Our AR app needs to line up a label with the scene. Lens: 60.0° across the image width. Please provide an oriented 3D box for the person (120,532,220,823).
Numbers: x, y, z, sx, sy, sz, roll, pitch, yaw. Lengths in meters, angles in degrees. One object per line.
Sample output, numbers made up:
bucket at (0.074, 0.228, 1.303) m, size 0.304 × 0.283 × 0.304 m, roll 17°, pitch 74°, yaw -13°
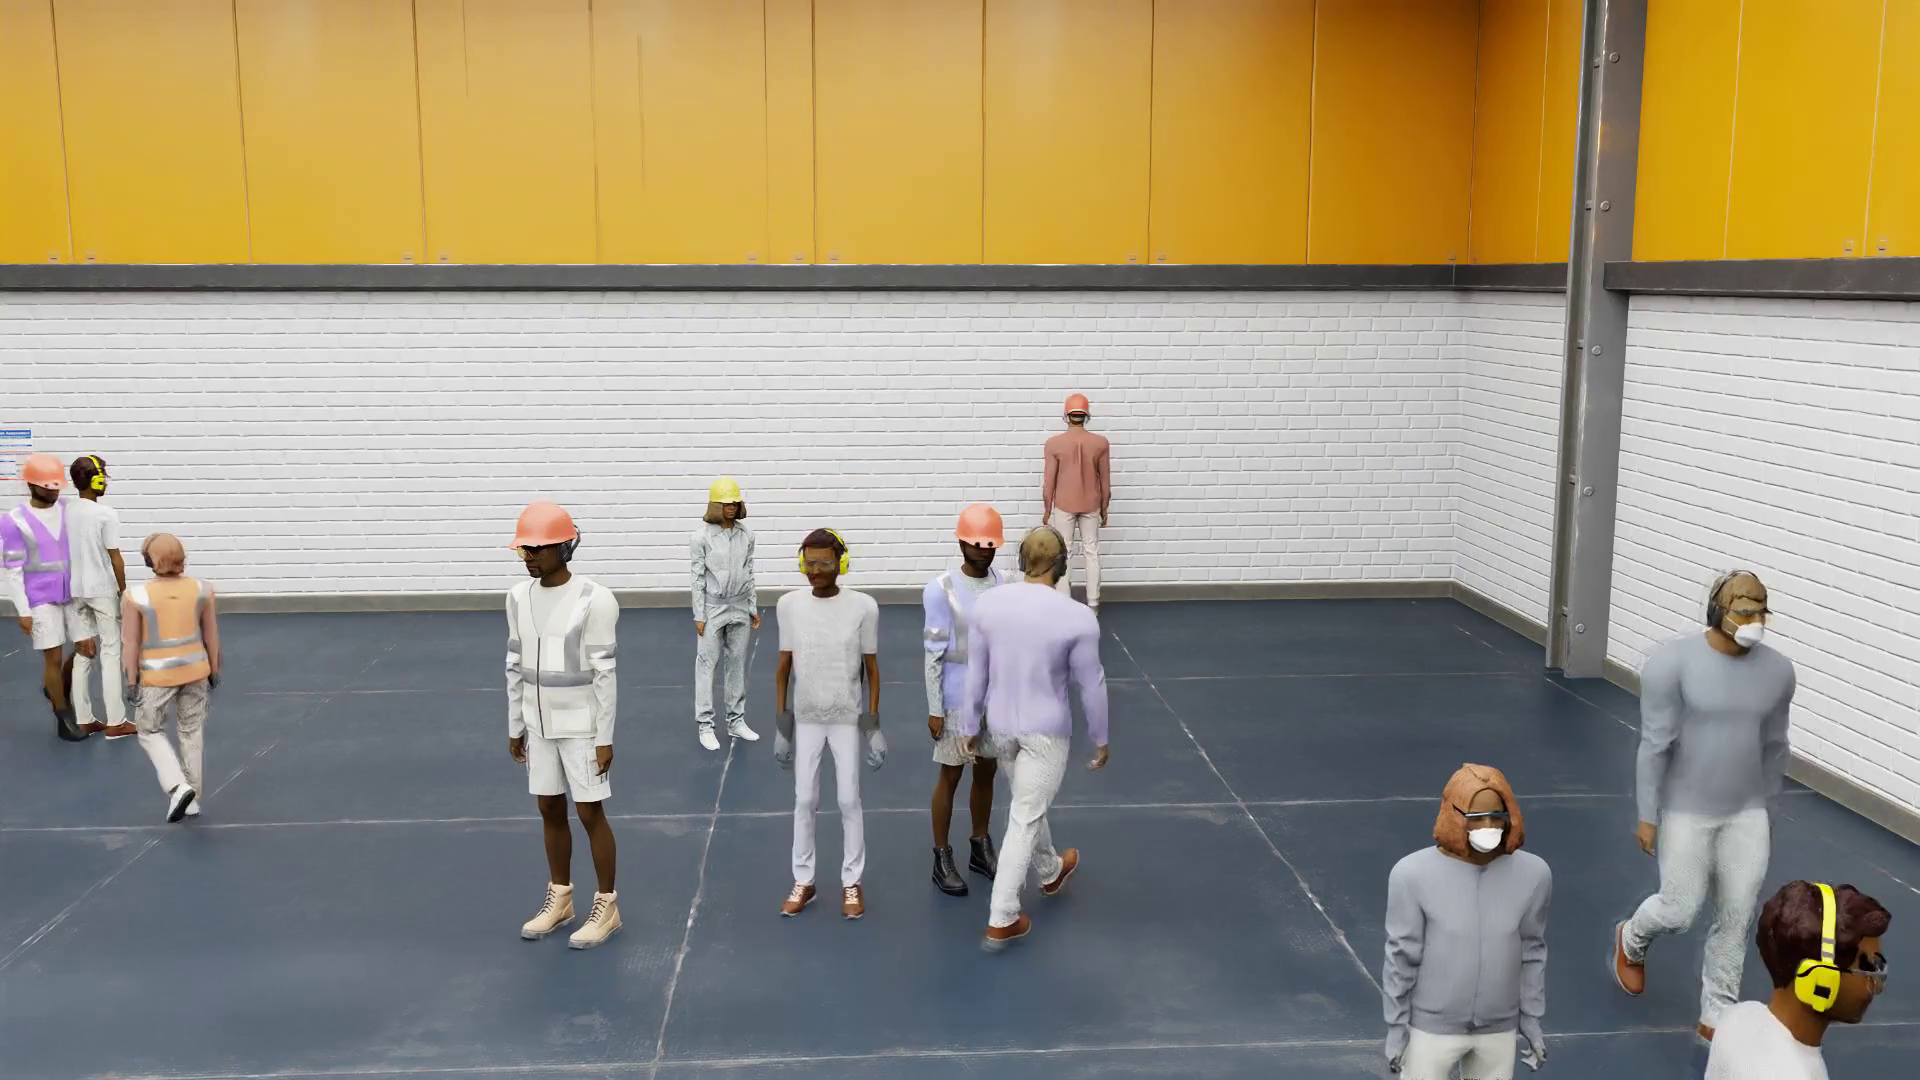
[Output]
person at (-4.319, 0.772, 9.174) m, size 0.457 × 1.628 × 0.528 m, roll 9°, pitch 13°, yaw 44°

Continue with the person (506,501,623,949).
person at (-1.817, 0.834, 7.525) m, size 0.606 × 2.038 × 0.392 m, roll 5°, pitch 10°, yaw 27°

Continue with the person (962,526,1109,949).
person at (0.398, 0.870, 7.718) m, size 0.655 × 1.886 × 0.983 m, roll 6°, pitch 11°, yaw 33°

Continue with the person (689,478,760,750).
person at (-1.503, 0.465, 10.726) m, size 0.484 × 1.745 × 0.297 m, roll -8°, pitch 12°, yaw -41°

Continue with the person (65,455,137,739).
person at (-5.669, 0.377, 10.902) m, size 0.535 × 1.864 × 0.309 m, roll 2°, pitch 9°, yaw 13°

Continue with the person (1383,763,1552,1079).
person at (1.488, 1.447, 4.904) m, size 0.501 × 1.632 × 0.280 m, roll -1°, pitch 9°, yaw -6°

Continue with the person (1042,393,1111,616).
person at (1.037, -0.300, 14.767) m, size 0.632 × 1.990 × 0.391 m, roll -1°, pitch 9°, yaw -8°

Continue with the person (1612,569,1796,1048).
person at (2.921, 1.041, 6.534) m, size 0.633 × 1.922 × 0.659 m, roll -1°, pitch 9°, yaw -7°

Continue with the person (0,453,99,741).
person at (-5.900, 0.371, 10.805) m, size 0.573 × 1.906 × 0.594 m, roll 6°, pitch 11°, yaw 32°

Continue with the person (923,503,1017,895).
person at (0.083, 0.773, 8.196) m, size 0.550 × 1.933 × 0.375 m, roll -7°, pitch 11°, yaw -36°

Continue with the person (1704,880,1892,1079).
person at (1.595, 1.578, 3.423) m, size 0.672 × 1.844 × 0.517 m, roll 3°, pitch 9°, yaw 17°

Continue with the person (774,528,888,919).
person at (-0.612, 0.862, 7.855) m, size 0.562 × 1.864 × 0.336 m, roll 1°, pitch 9°, yaw 5°
